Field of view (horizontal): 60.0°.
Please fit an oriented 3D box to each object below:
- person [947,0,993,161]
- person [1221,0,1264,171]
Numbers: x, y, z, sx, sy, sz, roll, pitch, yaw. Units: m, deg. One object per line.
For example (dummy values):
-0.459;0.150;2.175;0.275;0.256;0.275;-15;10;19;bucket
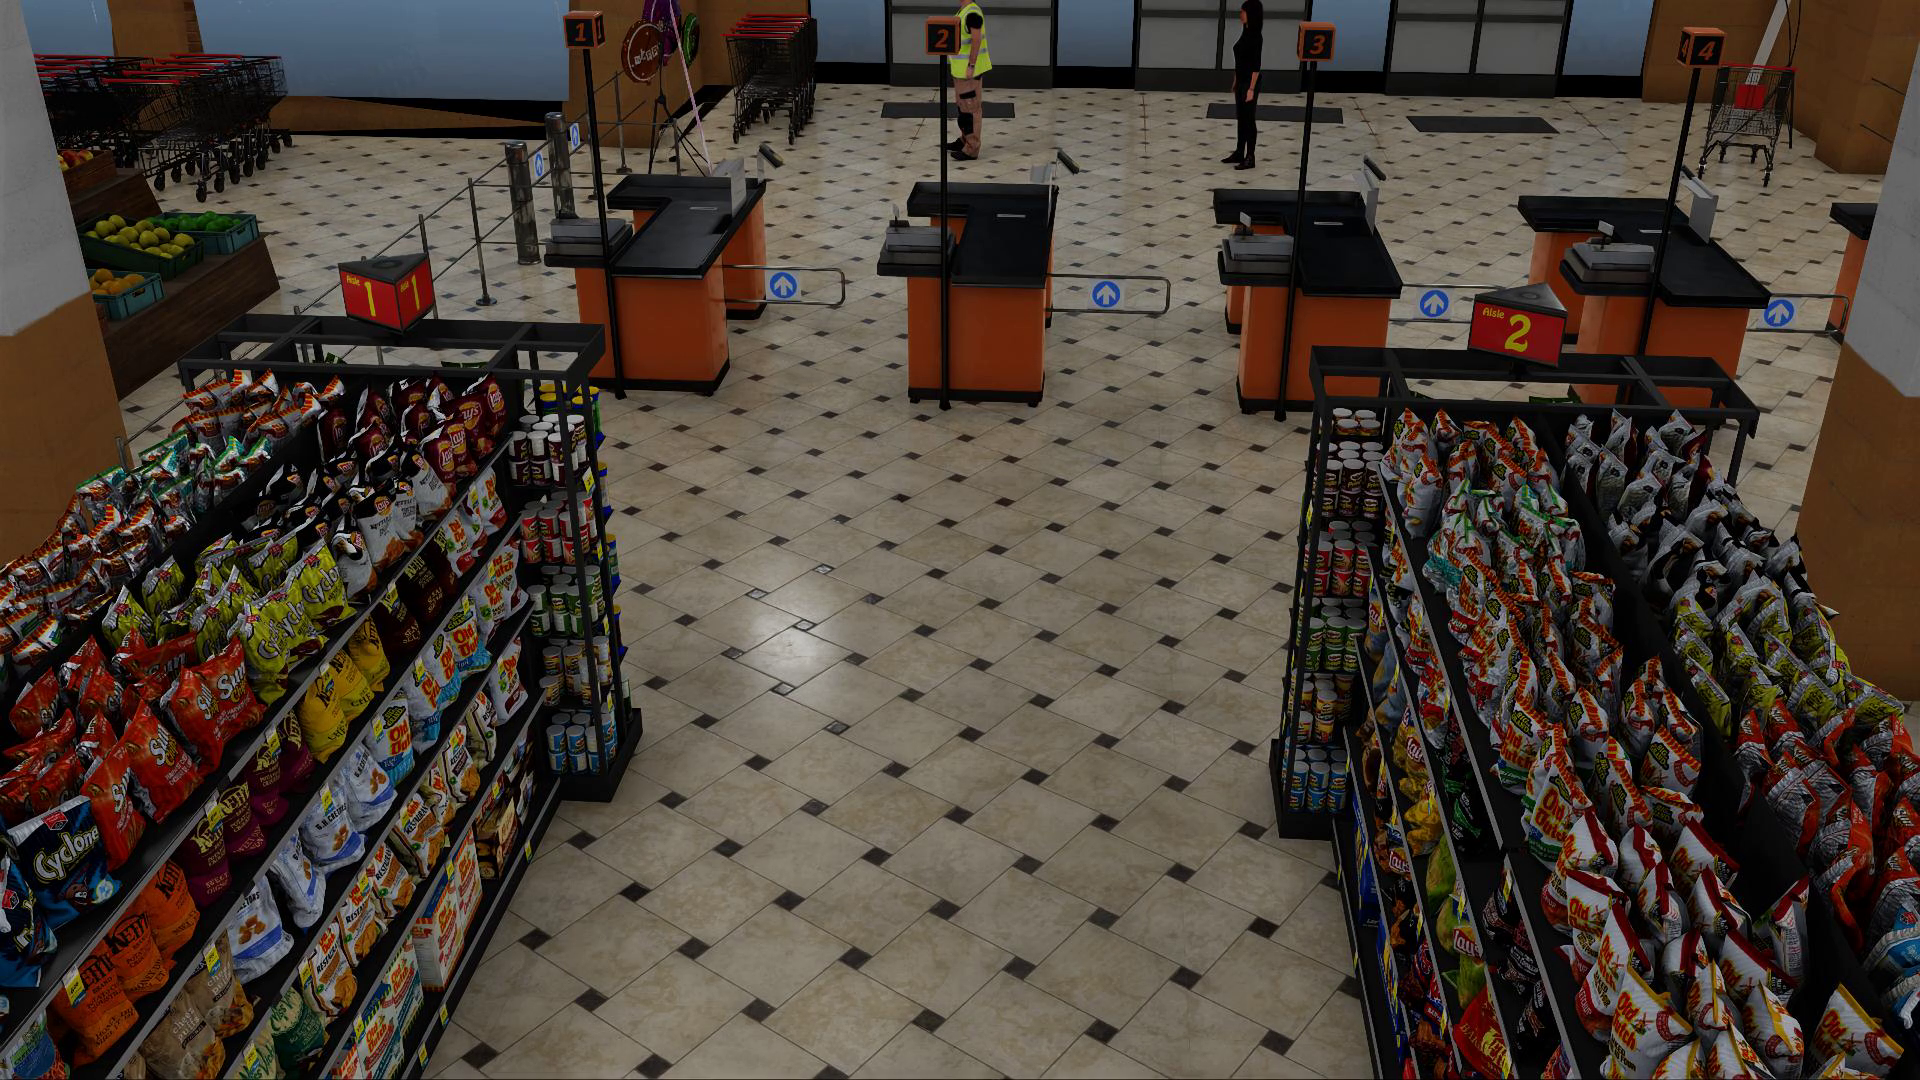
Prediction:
0.065;-4.840;16.977;0.832;1.847;0.741;-4;27;-9;person
2.890;-4.573;16.678;0.691;1.642;0.556;-8;28;-15;person
